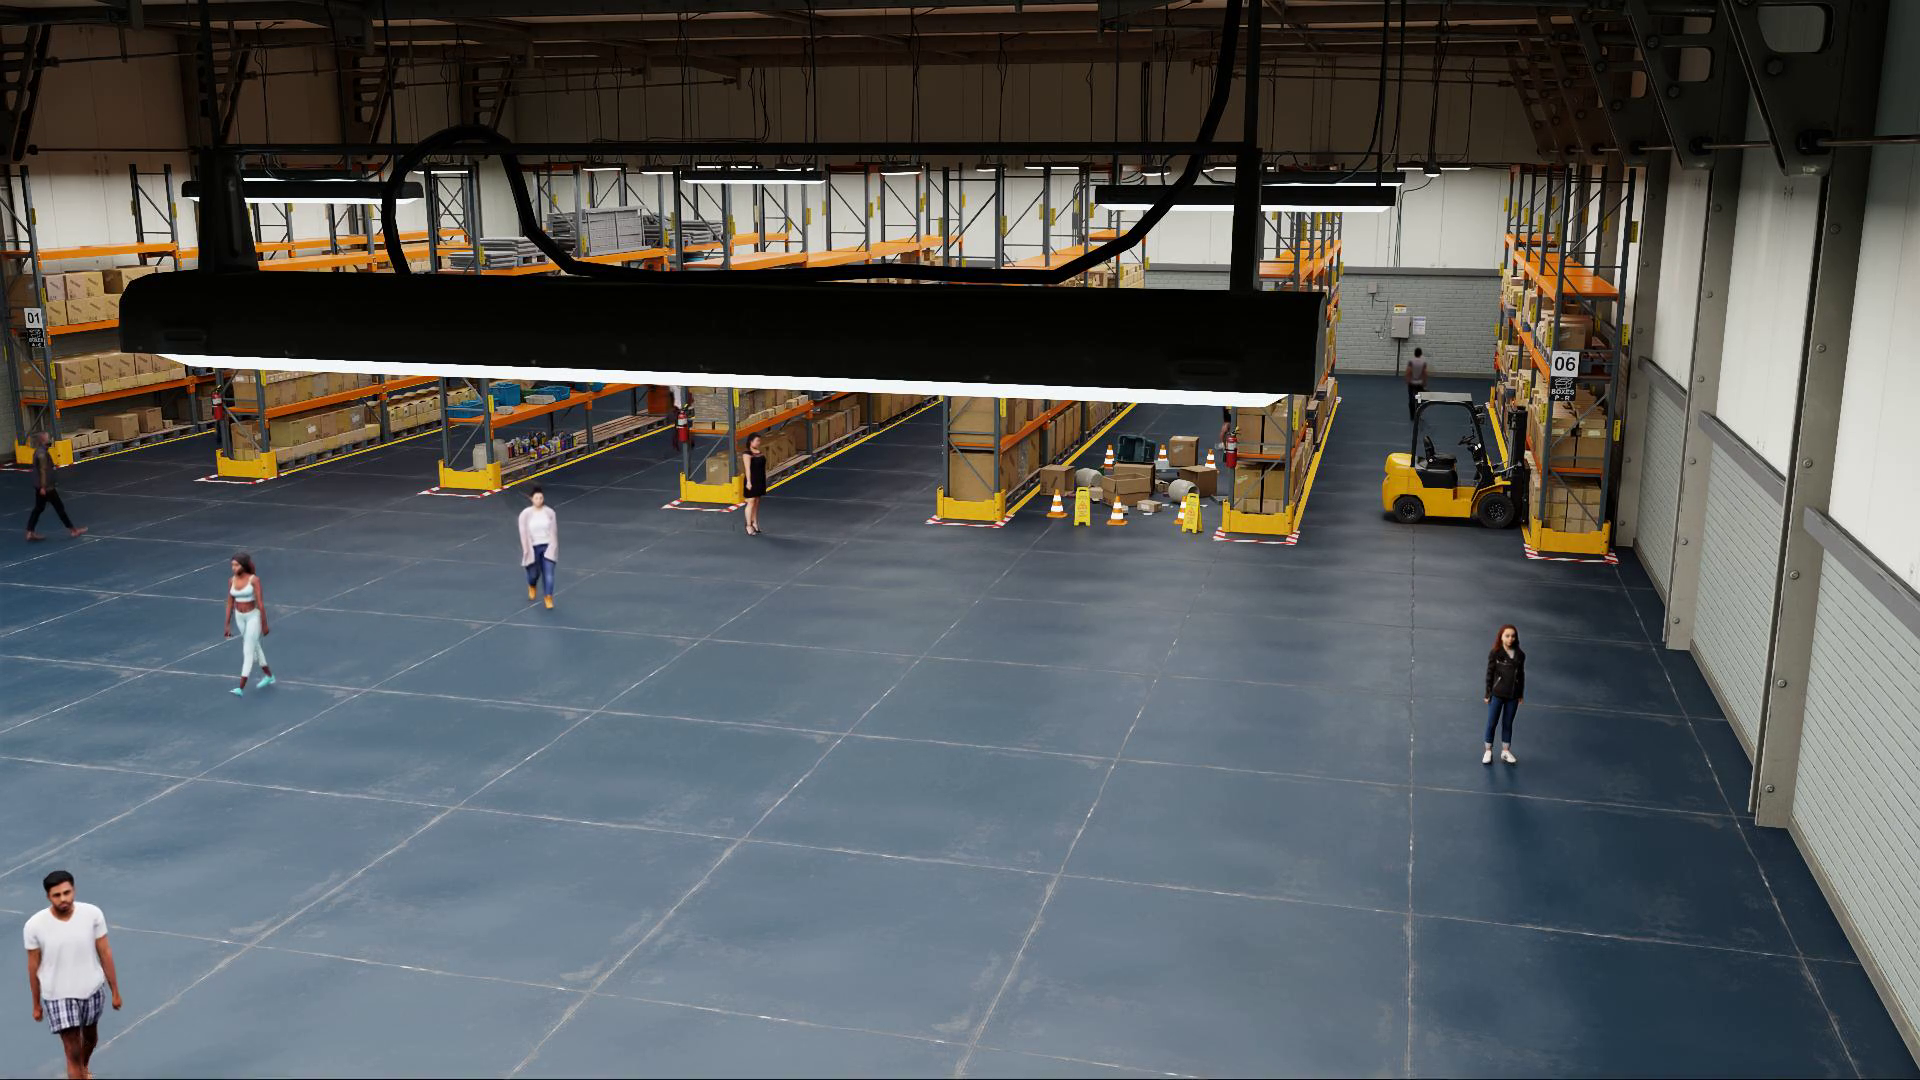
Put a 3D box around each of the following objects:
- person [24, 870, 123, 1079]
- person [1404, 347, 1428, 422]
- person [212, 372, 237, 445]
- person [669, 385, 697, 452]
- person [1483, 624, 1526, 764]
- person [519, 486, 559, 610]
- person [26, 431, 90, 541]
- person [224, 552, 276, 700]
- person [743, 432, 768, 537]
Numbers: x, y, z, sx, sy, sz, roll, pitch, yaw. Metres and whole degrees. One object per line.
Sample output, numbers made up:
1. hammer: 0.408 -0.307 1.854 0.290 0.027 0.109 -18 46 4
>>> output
1. person: -5.832 2.953 10.940 1.150 1.690 1.125 -10 16 -37
2. person: 10.831 -3.675 39.475 0.733 1.731 0.973 0 13 2
3. person: -16.105 -2.914 36.501 0.877 1.590 1.211 -1 13 -4
4. person: -5.976 -2.765 35.382 0.709 1.804 0.984 5 14 19
5. person: 5.655 1.587 17.300 0.615 1.483 0.599 0 13 -1
6. person: -5.868 0.092 23.213 0.922 1.728 0.994 -6 14 -23
7. person: -15.005 -0.839 27.105 1.258 1.786 1.173 -8 15 -32
8. person: -8.283 0.974 19.502 0.565 1.683 1.105 3 13 13
9. person: -3.438 -0.947 27.726 0.730 1.715 0.562 5 14 19
